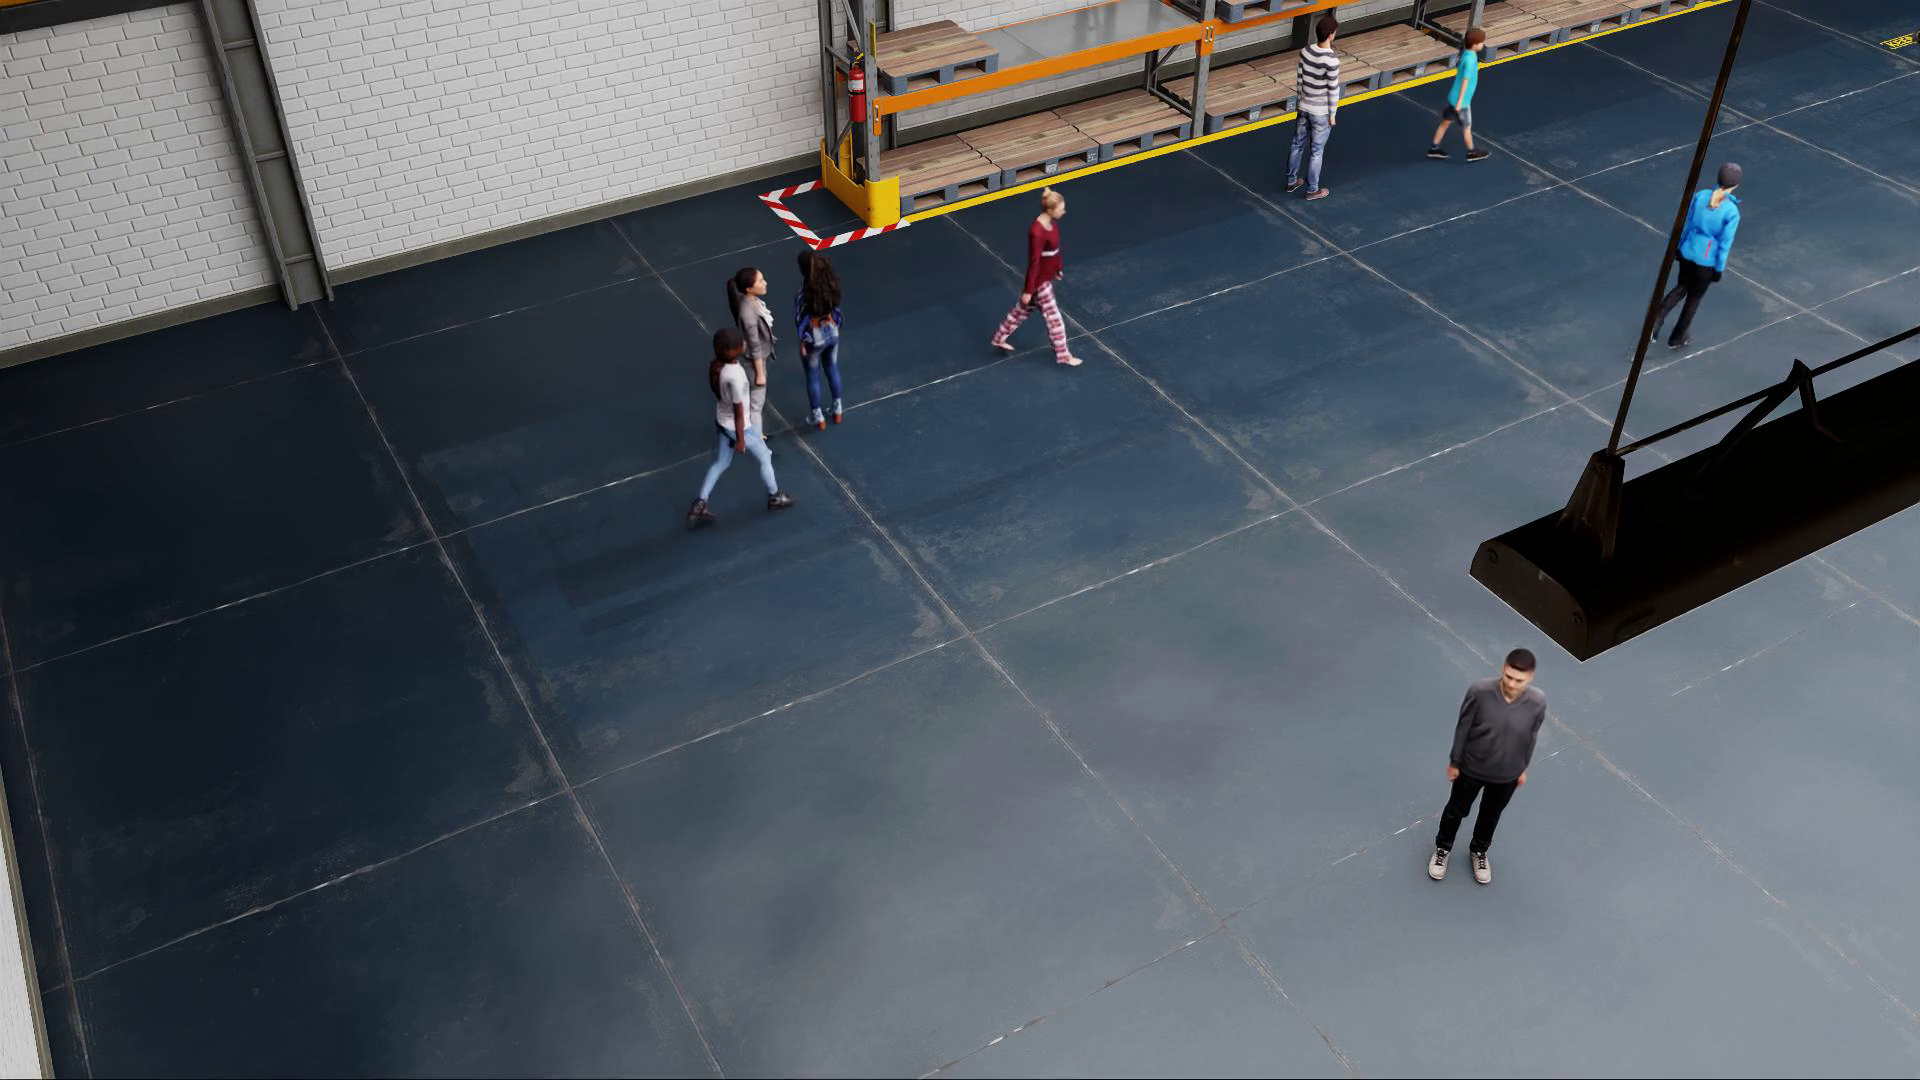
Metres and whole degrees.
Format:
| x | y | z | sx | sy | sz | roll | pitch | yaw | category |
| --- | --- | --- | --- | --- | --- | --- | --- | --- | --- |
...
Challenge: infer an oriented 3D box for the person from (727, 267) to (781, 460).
| x | y | z | sx | sy | sz | roll | pitch | yaw | category |
| --- | --- | --- | --- | --- | --- | --- | --- | --- | --- |
| -1.635 | -1.415 | 13.195 | 0.688 | 1.677 | 0.692 | -7 | 39 | -8 | person |

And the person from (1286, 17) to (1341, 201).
| x | y | z | sx | sy | sz | roll | pitch | yaw | category |
| --- | --- | --- | --- | --- | --- | --- | --- | --- | --- |
| 3.562 | -4.343 | 16.719 | 0.588 | 1.855 | 0.683 | -28 | 46 | -30 | person |

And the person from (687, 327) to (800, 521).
| x | y | z | sx | sy | sz | roll | pitch | yaw | category |
| --- | --- | --- | --- | --- | --- | --- | --- | --- | --- |
| -1.761 | -0.831 | 12.457 | 1.093 | 1.685 | 0.589 | -19 | 42 | -22 | person |

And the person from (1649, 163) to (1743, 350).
| x | y | z | sx | sy | sz | roll | pitch | yaw | category |
| --- | --- | --- | --- | --- | --- | --- | --- | --- | --- |
| 6.305 | -2.395 | 14.332 | 0.838 | 1.790 | 0.646 | -18 | 42 | -21 | person |

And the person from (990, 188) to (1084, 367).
| x | y | z | sx | sy | sz | roll | pitch | yaw | category |
| --- | --- | --- | --- | --- | --- | --- | --- | --- | --- |
| 0.611 | -2.246 | 14.245 | 1.179 | 1.665 | 1.103 | 7 | 39 | 8 | person |

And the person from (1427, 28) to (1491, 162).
| x | y | z | sx | sy | sz | roll | pitch | yaw | category |
| --- | --- | --- | --- | --- | --- | --- | --- | --- | --- |
| 5.182 | -4.658 | 17.459 | 0.952 | 1.423 | 0.825 | 3 | 39 | 3 | person |

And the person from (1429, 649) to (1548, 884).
| x | y | z | sx | sy | sz | roll | pitch | yaw | category |
| --- | --- | --- | --- | --- | --- | --- | --- | --- | --- |
| 3.097 | 1.308 | 9.718 | 0.671 | 1.761 | 0.757 | 5 | 39 | 7 | person |

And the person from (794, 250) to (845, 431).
| x | y | z | sx | sy | sz | roll | pitch | yaw | category |
| --- | --- | --- | --- | --- | --- | --- | --- | --- | --- |
| -1.145 | -1.629 | 13.510 | 0.587 | 1.619 | 0.744 | -29 | 47 | -31 | person |
